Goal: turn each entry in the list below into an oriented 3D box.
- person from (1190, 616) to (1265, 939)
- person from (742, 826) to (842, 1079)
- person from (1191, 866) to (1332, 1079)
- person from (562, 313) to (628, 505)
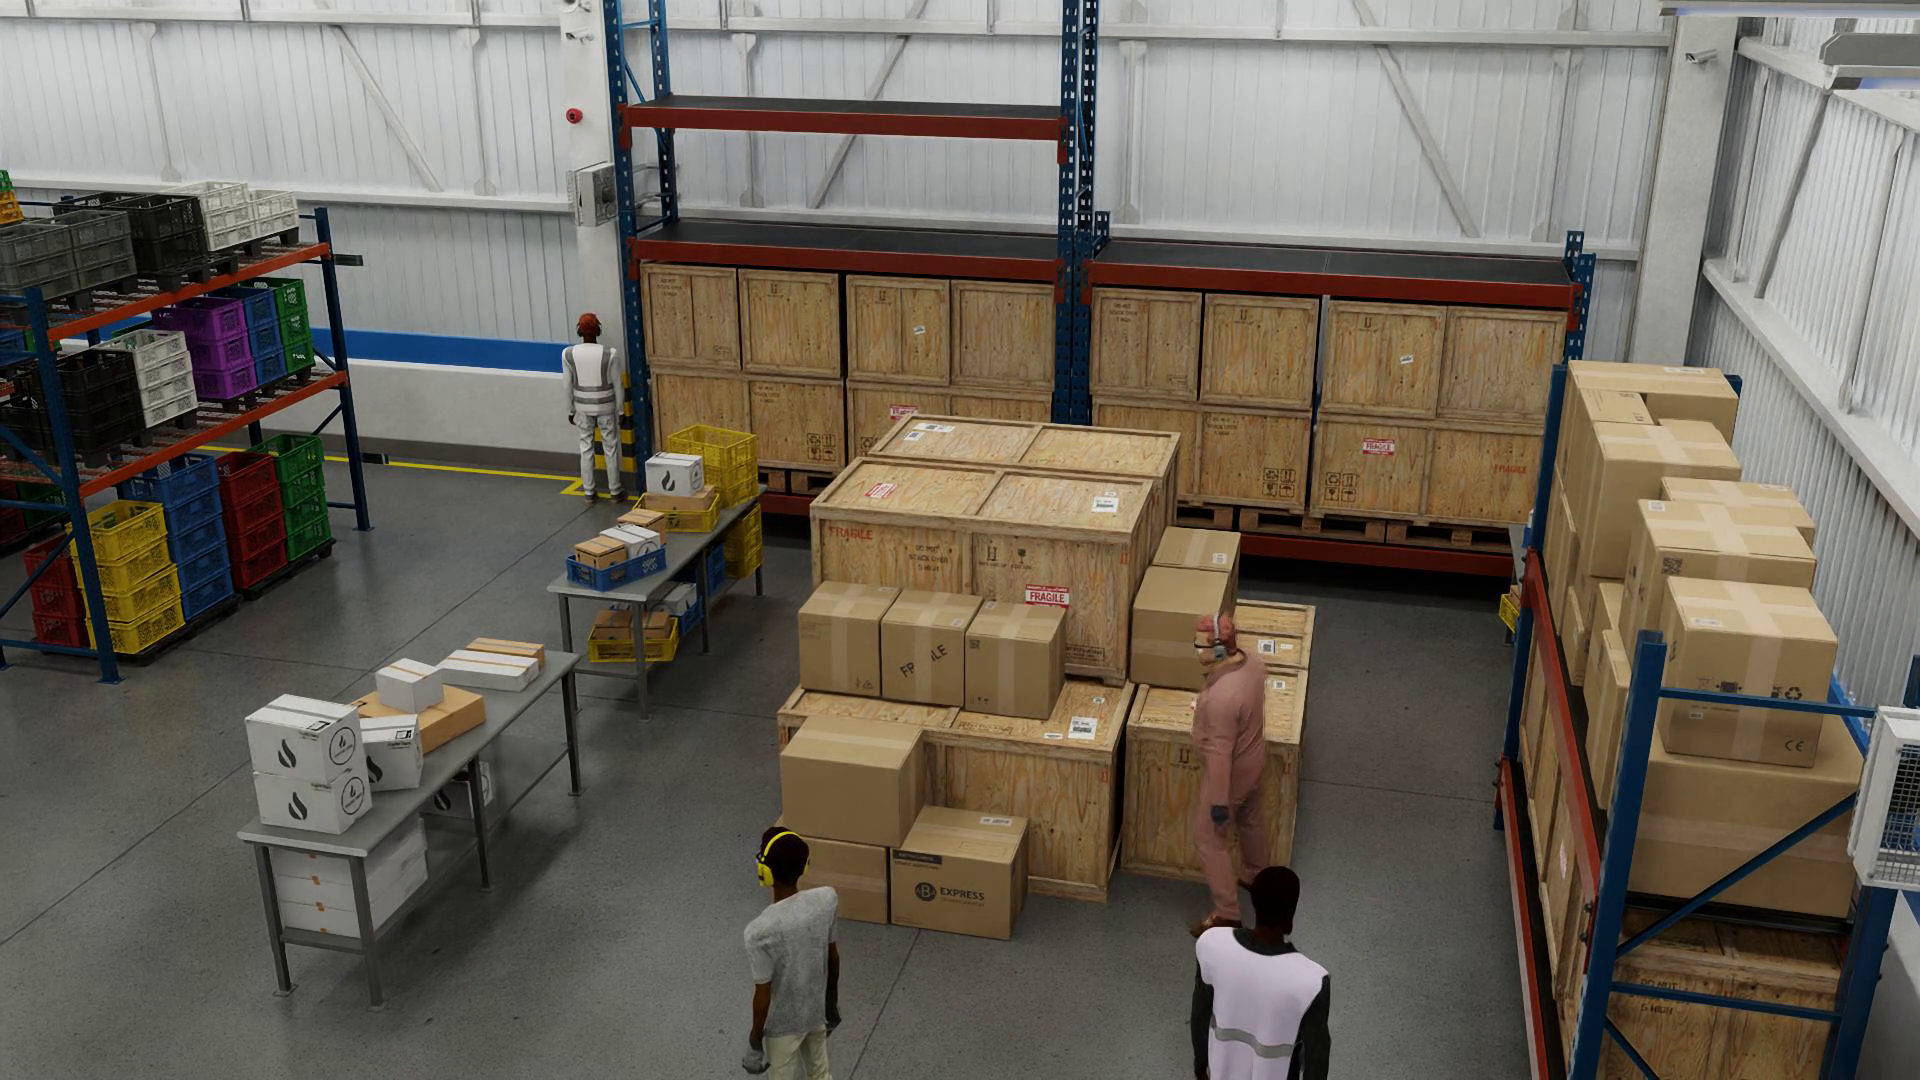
[{"bbox_3d":[1.514,1.294,9.409,0.437,1.875,0.806,10,23,24],"label":"person"},{"bbox_3d":[-0.734,2.102,7.286,0.309,1.868,0.535,19,28,40],"label":"person"},{"bbox_3d":[1.230,2.224,6.903,0.597,1.914,0.372,14,25,32],"label":"person"},{"bbox_3d":[-3.512,-1.262,16.066,0.584,1.883,0.346,1,21,2],"label":"person"}]
